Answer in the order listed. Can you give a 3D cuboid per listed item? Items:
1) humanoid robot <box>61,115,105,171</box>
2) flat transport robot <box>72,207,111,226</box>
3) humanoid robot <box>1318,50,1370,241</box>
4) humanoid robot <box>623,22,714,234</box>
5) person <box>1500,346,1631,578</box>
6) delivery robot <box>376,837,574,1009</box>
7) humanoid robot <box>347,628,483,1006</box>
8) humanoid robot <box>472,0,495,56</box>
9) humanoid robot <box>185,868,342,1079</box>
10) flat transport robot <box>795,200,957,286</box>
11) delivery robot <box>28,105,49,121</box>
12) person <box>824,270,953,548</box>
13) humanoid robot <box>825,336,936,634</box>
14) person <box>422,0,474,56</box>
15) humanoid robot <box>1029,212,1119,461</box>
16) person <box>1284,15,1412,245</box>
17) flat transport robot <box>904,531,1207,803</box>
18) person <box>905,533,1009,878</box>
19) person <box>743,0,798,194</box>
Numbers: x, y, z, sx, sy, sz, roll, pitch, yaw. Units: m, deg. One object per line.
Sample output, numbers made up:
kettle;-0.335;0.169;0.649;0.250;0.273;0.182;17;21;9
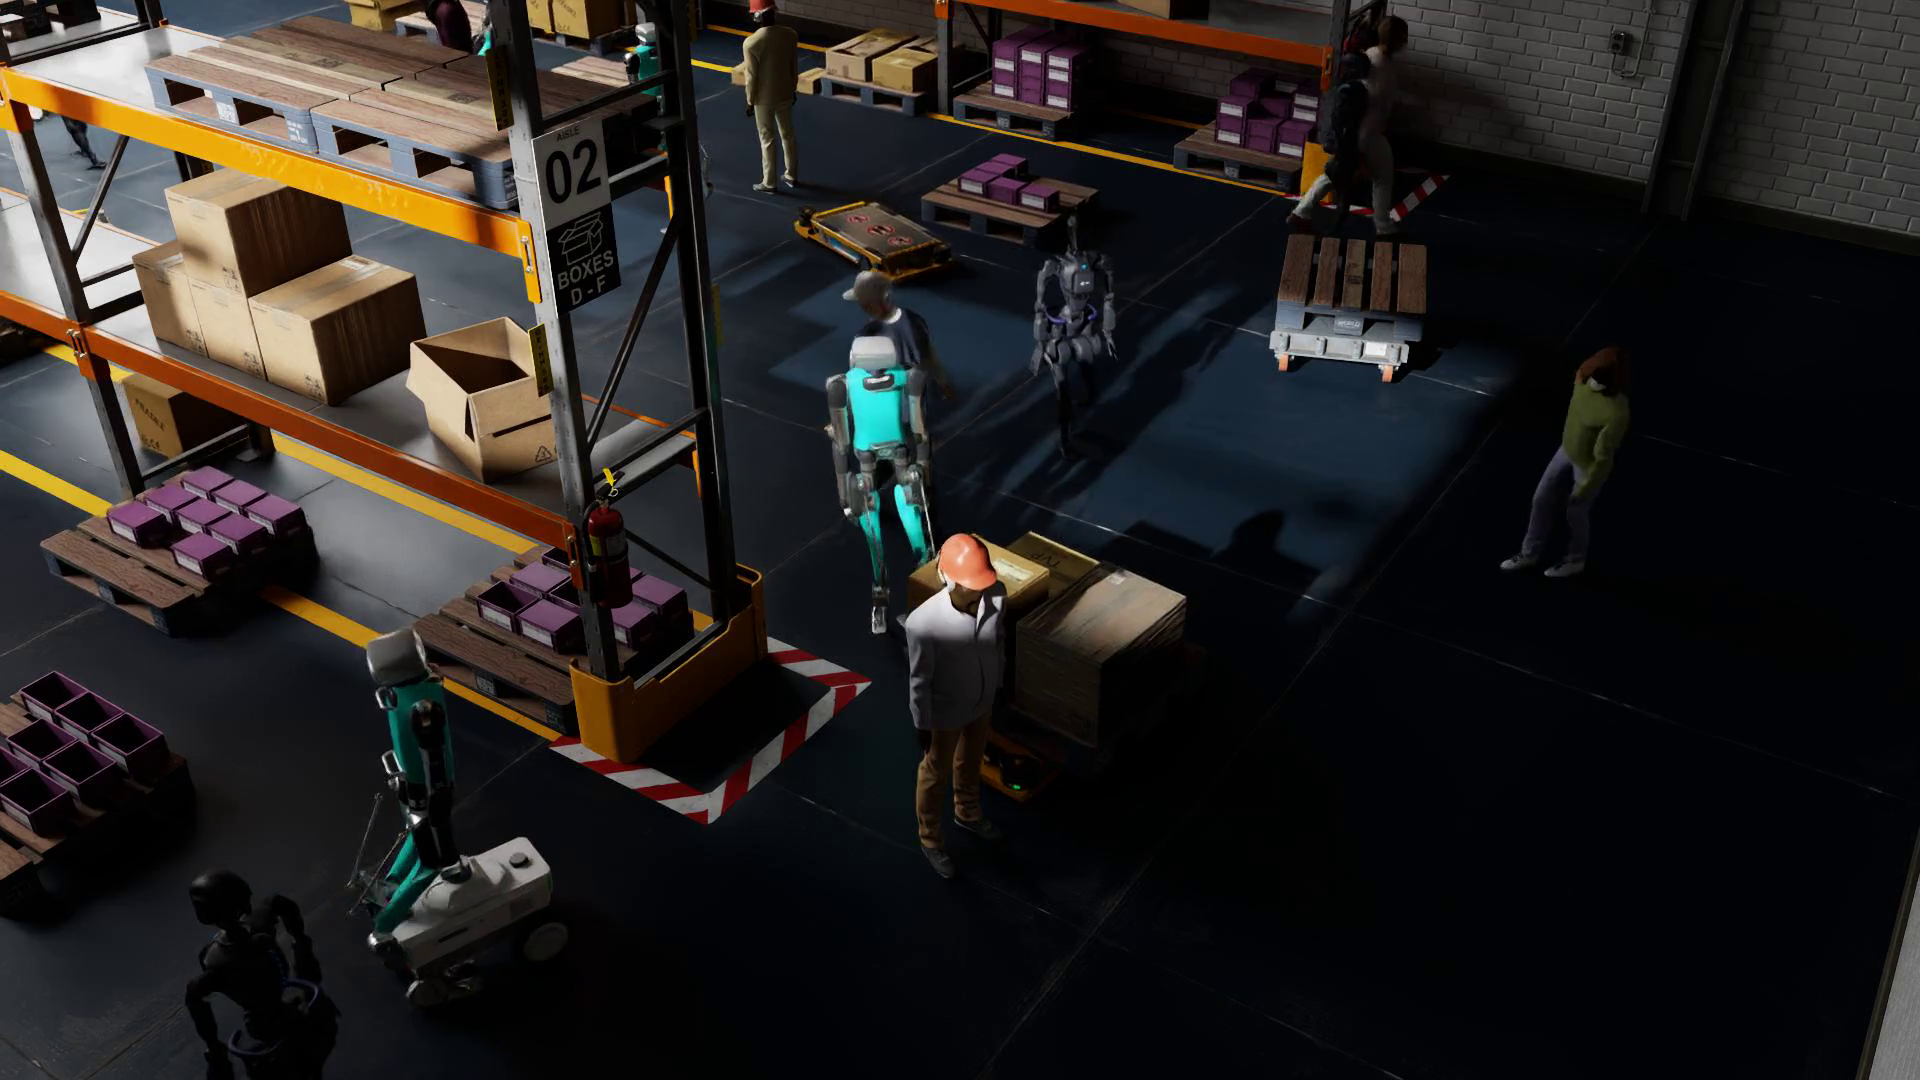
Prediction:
humanoid robot;-8.149;-4.195;15.051;0.470;1.645;0.603;7;34;10
flat transport robot;-7.227;-2.384;13.538;0.659;0.231;1.431;-19;38;-27
humanoid robot;3.134;-3.096;13.340;0.415;1.658;0.593;18;37;25
humanoid robot;-2.290;-3.285;13.501;0.700;1.713;0.530;26;41;34
person;3.440;-0.417;9.286;0.558;1.593;0.570;-10;34;-15
delivery robot;-2.096;1.602;7.160;0.801;0.607;0.499;-23;39;-31
humanoid robot;-2.277;1.184;6.699;0.615;1.788;0.530;-17;37;-24
humanoid robot;-4.570;-4.755;15.857;0.807;1.801;0.553;-17;37;-24
humanoid robot;-2.435;1.768;5.856;0.377;1.646;0.609;9;34;14
flat transport robot;-0.706;-2.471;13.672;0.659;0.231;1.431;-22;39;-30
delivery robot;-9.284;-4.488;16.526;0.812;0.614;0.499;6;34;9
person;-0.404;-0.804;9.795;0.922;1.690;0.788;22;39;30
humanoid robot;-0.362;-0.159;8.761;0.558;1.779;0.713;-8;34;-13
person;-4.483;-4.266;14.922;0.803;1.909;0.512;-5;33;-8
humanoid robot;0.691;-1.331;10.631;0.589;1.636;0.507;-12;35;-18
person;3.225;-3.306;13.479;1.027;1.892;0.634;1;33;1
flat transport robot;0.517;0.807;8.633;0.659;0.231;1.431;25;40;33
person;0.018;0.713;7.414;0.562;1.751;0.339;-27;42;-35
person;-1.648;-3.897;14.503;0.558;1.748;0.329;-27;42;-35
